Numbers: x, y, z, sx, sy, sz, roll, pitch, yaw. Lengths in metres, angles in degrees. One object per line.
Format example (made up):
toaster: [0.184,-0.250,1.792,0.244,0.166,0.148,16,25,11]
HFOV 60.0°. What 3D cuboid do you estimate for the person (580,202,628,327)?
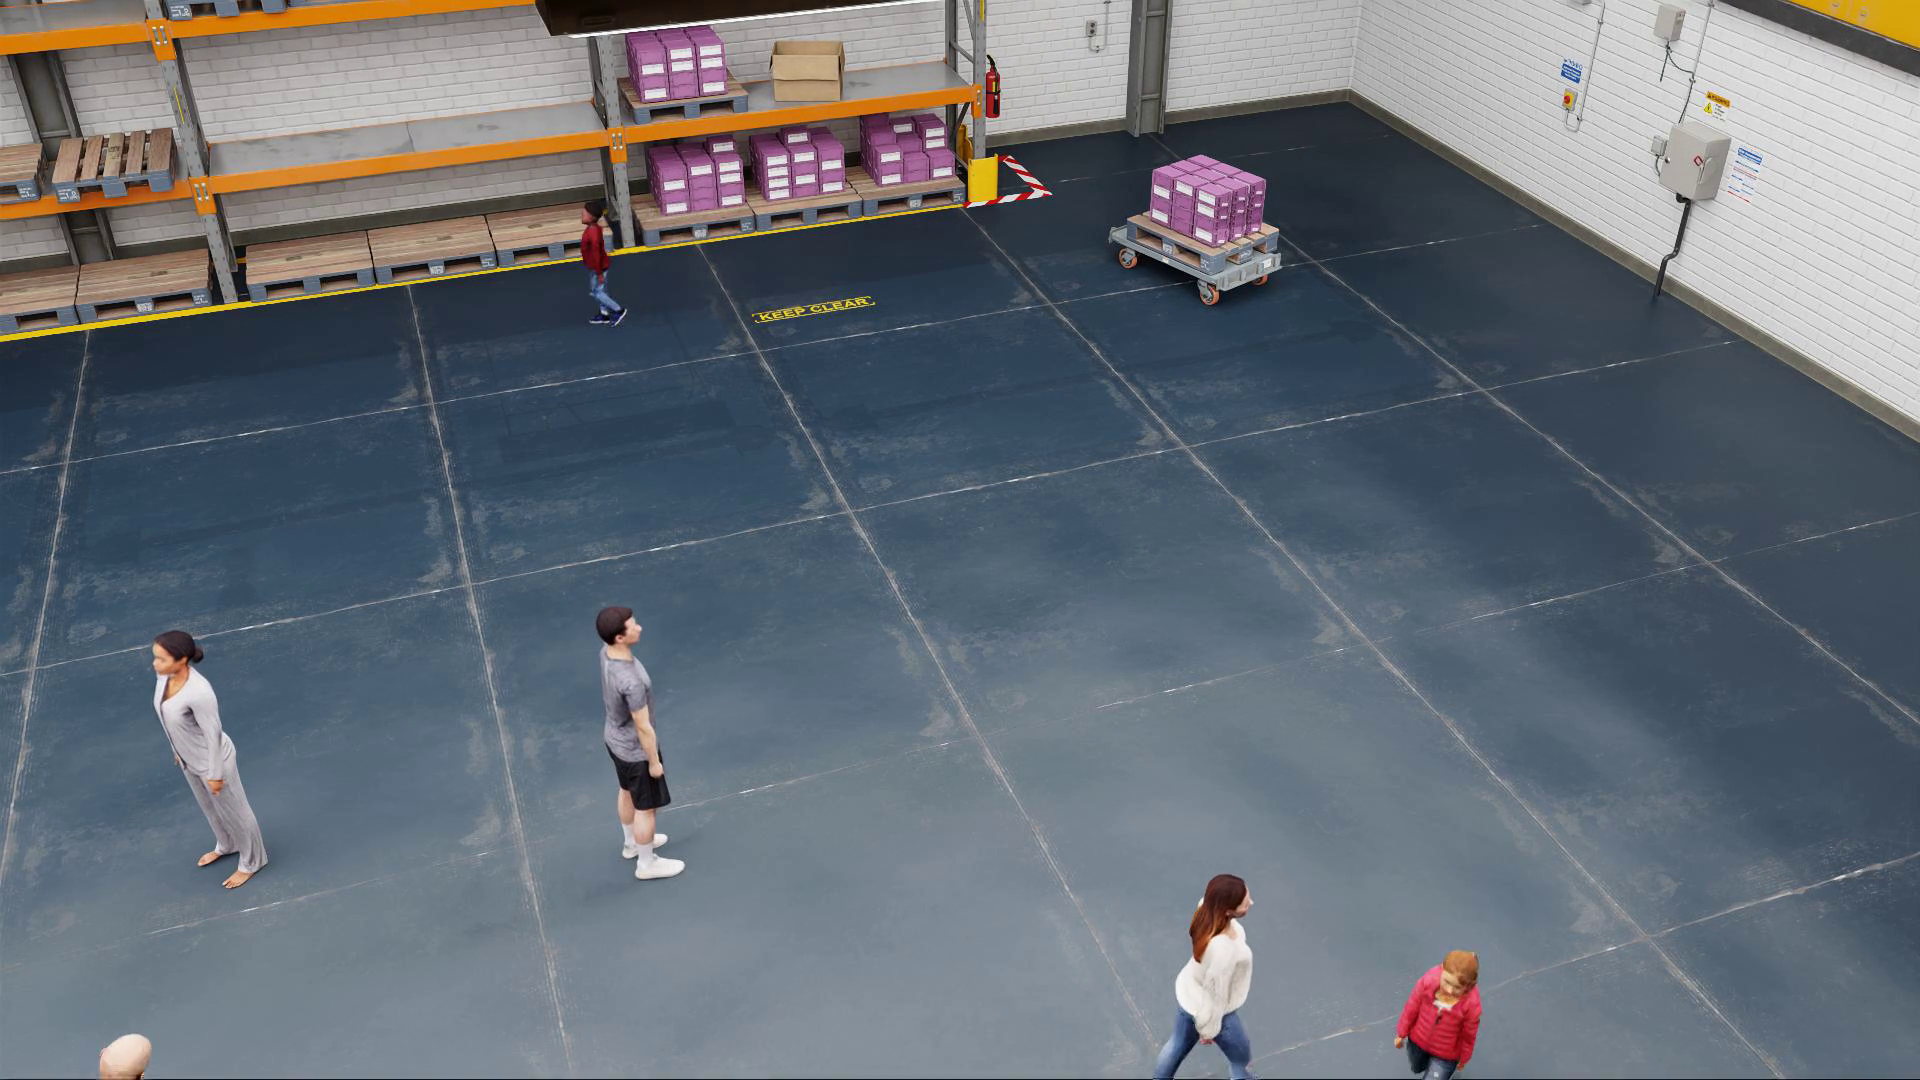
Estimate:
person: [-3.402,-2.632,15.897,0.663,1.245,0.578,-3,34,-5]

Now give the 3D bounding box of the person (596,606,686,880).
person: [-1.906,1.160,9.625,0.586,1.873,0.687,-17,37,-24]

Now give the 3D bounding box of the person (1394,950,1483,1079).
person: [2.379,2.449,8.206,0.937,1.295,0.749,-29,43,-36]

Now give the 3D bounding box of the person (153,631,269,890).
person: [-4.374,1.237,9.635,0.712,1.734,0.727,23,40,31]

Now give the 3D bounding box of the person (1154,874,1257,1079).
person: [1.145,2.270,8.144,1.039,1.663,0.754,-4,34,-7]
